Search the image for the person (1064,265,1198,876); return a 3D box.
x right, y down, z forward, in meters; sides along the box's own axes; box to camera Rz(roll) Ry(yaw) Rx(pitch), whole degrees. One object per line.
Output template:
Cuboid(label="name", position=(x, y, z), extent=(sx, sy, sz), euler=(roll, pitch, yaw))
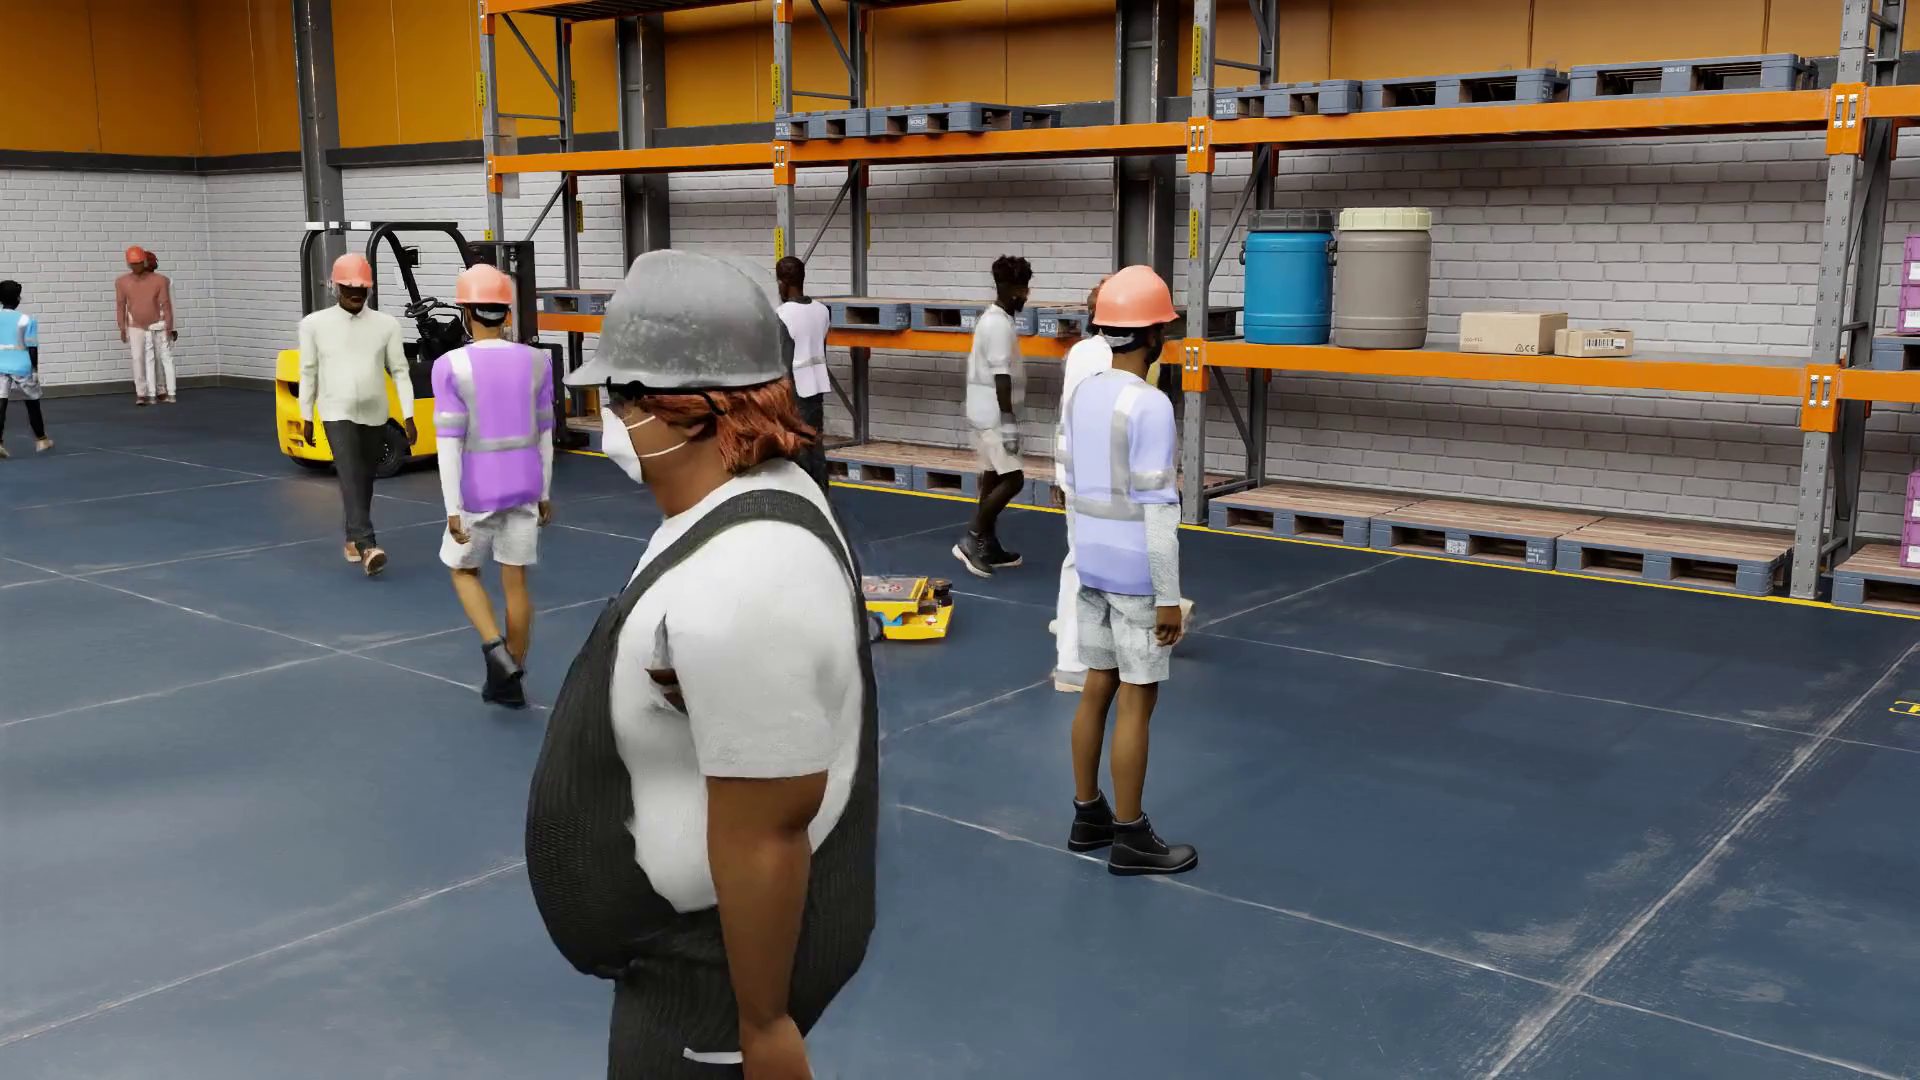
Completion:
Cuboid(label="person", position=(0.546, 0.102, 5.334), extent=(0.341, 1.942, 0.552), euler=(-5, 11, -25))

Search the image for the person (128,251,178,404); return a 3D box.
Cuboid(label="person", position=(-10.009, -2.630, 20.636), extent=(0.343, 1.882, 0.585), euler=(10, 14, 43))

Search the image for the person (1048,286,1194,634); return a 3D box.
Cuboid(label="person", position=(0.795, -0.352, 8.209), extent=(0.796, 1.814, 0.633), euler=(6, 12, 32))

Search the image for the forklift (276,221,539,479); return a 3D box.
Cuboid(label="forklift", position=(-4.922, -1.741, 14.854), extent=(1.214, 2.155, 2.313), euler=(8, 13, 38))

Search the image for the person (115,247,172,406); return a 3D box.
Cuboid(label="person", position=(-10.046, -2.626, 20.512), extent=(0.617, 1.940, 0.713), euler=(-5, 11, -26))

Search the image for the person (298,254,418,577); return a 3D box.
Cuboid(label="person", position=(-3.641, -0.758, 10.121), extent=(0.630, 1.925, 1.083), euler=(-7, 12, -34))

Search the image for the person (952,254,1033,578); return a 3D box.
Cuboid(label="person", position=(0.207, -0.738, 10.009), extent=(0.430, 1.946, 0.733), euler=(-1, 10, -3))

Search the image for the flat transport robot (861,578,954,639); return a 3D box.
Cuboid(label="flat transport robot", position=(-0.765, 0.339, 8.658), extent=(1.431, 0.197, 0.652), euler=(1, 10, 4))

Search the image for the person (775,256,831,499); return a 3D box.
Cuboid(label="person", position=(-1.092, -0.968, 11.349), extent=(0.385, 1.914, 0.587), euler=(5, 11, 26))

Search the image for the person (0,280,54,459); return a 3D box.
Cuboid(label="person", position=(-8.871, -1.602, 15.581), extent=(0.531, 1.649, 0.874), euler=(-2, 10, -9))

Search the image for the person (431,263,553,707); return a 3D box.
Cuboid(label="person", position=(-1.987, -0.214, 7.135), extent=(0.552, 1.920, 0.447), euler=(-8, 13, -36))

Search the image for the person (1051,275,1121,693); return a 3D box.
Cuboid(label="person", position=(0.601, -0.243, 7.451), extent=(0.379, 1.874, 0.656), euler=(-3, 11, -18))
